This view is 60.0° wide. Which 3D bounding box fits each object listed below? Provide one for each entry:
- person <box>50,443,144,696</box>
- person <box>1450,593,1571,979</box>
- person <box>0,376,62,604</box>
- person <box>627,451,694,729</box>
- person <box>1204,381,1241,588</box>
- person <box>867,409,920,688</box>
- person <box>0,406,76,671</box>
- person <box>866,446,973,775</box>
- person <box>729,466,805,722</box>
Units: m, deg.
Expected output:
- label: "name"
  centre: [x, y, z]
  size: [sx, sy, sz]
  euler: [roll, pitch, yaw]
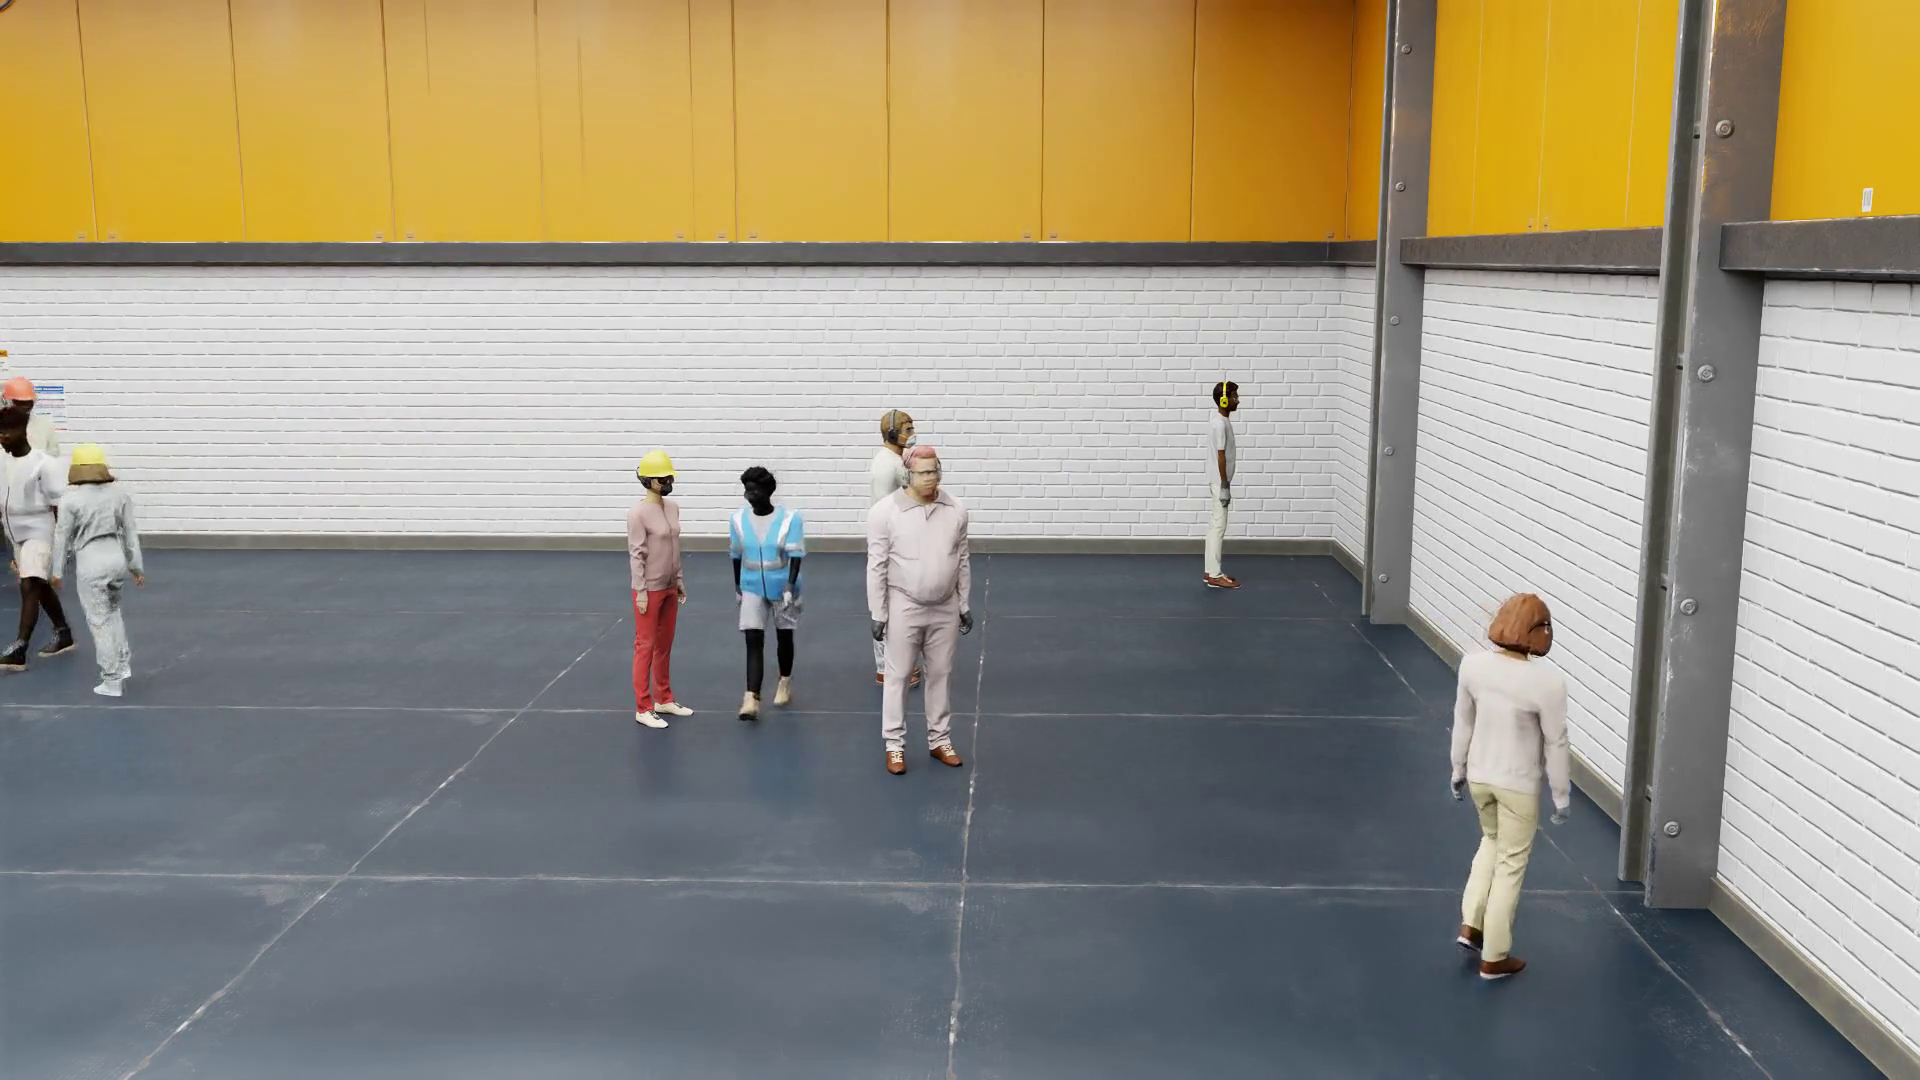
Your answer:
- label: "person"
  centre: [-5.894, 0.202, 11.374]
  size: [0.497, 1.719, 0.503]
  euler: [6, 11, 29]
- label: "person"
  centre: [2.284, 1.018, 6.903]
  size: [0.370, 1.621, 0.518]
  euler: [-7, 12, -35]
- label: "person"
  centre: [-8.112, -0.440, 14.407]
  size: [0.623, 1.971, 0.641]
  euler: [5, 11, 29]
- label: "person"
  centre: [-1.924, 0.306, 10.651]
  size: [0.313, 1.769, 0.525]
  euler: [4, 10, 21]
- label: "person"
  centre: [2.391, -0.505, 15.094]
  size: [0.328, 1.872, 0.508]
  euler: [0, 10, 2]
- label: "person"
  centre: [-0.458, 0.053, 11.628]
  size: [0.371, 1.941, 0.627]
  euler: [0, 10, 3]
- label: "person"
  centre: [-6.869, -0.020, 12.145]
  size: [0.615, 1.903, 0.922]
  euler: [5, 11, 25]
- label: "person"
  centre: [-0.217, 0.401, 9.682]
  size: [0.655, 1.906, 0.407]
  euler: [-4, 11, -24]
- label: "person"
  centre: [-1.258, 0.338, 10.783]
  size: [0.530, 1.632, 0.882]
  euler: [1, 10, 7]
